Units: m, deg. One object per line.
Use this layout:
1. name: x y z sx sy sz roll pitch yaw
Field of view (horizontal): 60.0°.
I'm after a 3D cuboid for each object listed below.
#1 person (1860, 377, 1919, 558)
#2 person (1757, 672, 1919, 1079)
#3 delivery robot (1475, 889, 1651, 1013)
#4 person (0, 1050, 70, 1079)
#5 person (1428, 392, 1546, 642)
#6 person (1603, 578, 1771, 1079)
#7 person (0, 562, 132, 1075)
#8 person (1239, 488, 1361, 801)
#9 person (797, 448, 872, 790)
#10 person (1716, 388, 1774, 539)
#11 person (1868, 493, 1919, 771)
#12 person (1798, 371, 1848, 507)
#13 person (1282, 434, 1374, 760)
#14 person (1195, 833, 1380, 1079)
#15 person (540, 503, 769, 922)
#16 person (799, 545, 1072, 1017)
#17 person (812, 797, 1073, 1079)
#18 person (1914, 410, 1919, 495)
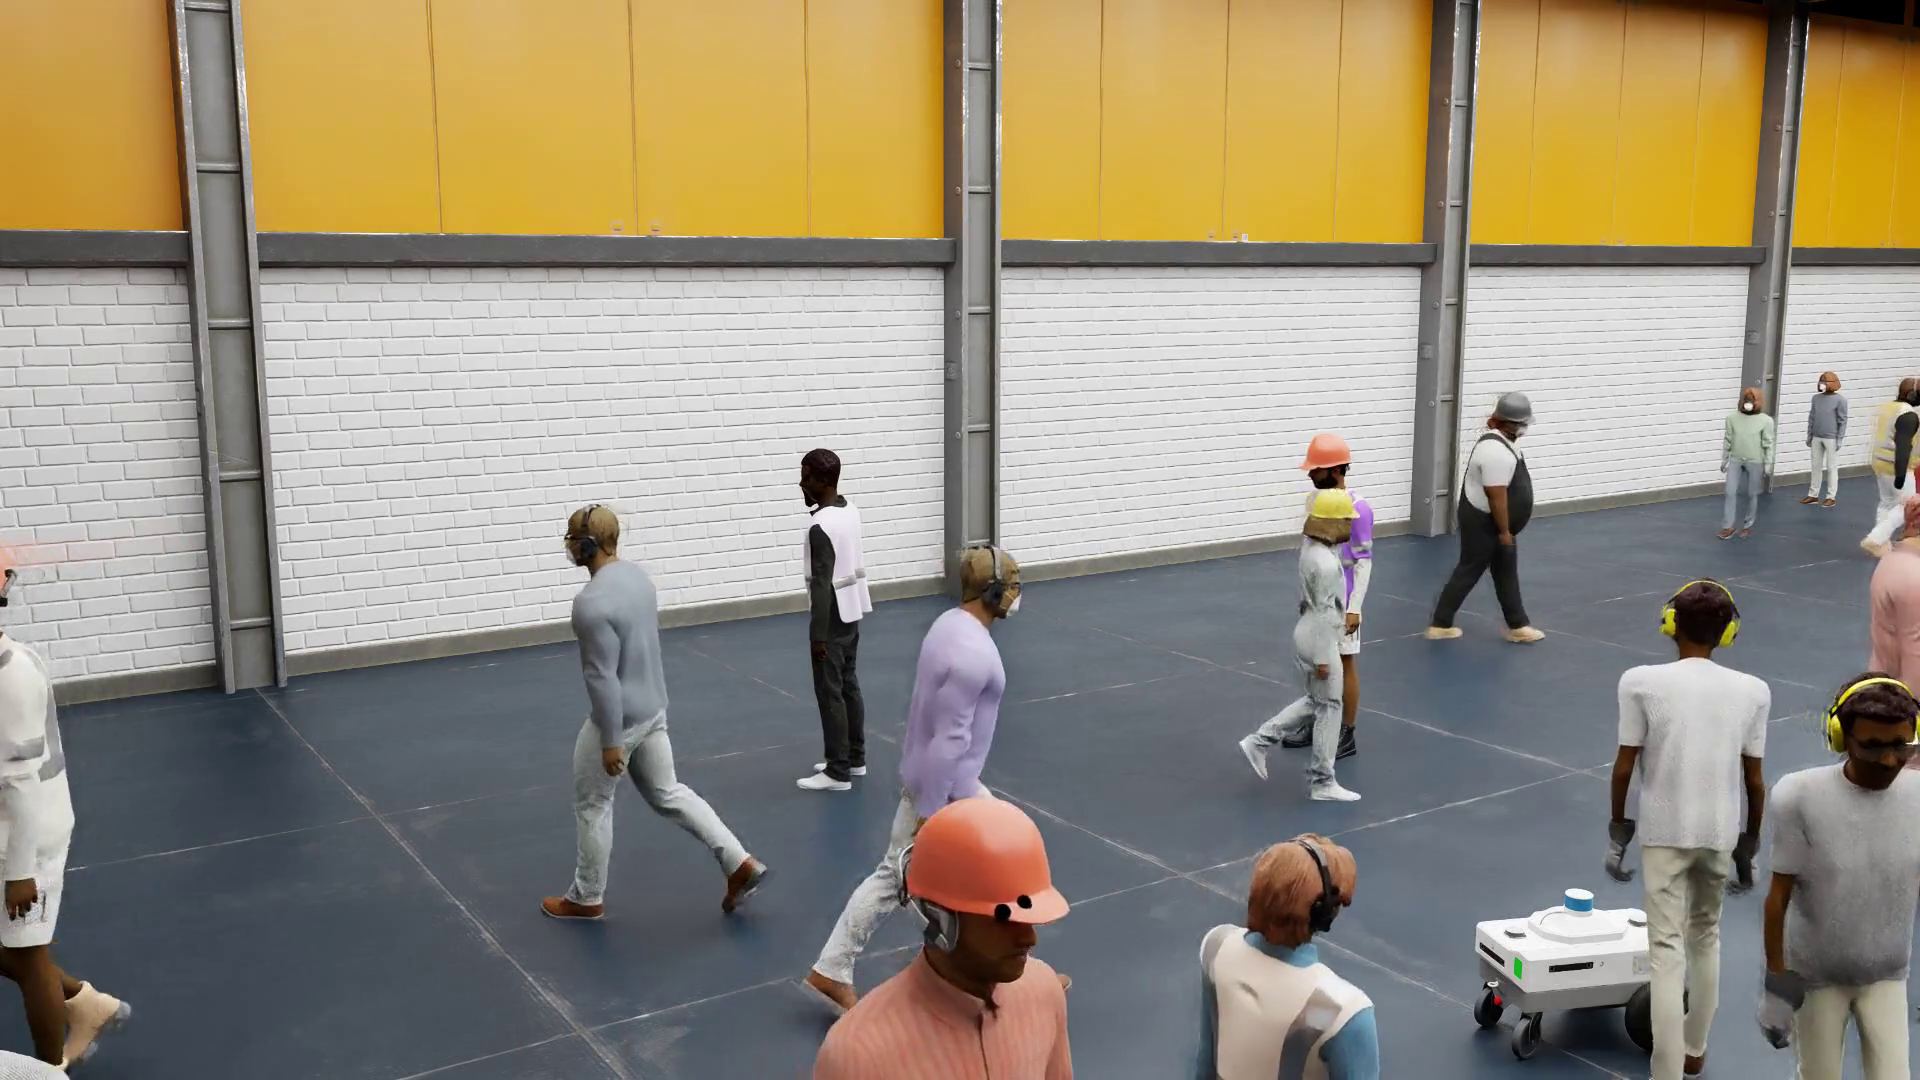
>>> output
1. person: 9.191 -0.689 16.315 0.433 1.820 0.655 2 10 10
2. person: 2.548 1.230 4.765 0.589 1.832 0.781 0 9 2
3. delivery robot: 2.322 1.563 6.278 0.707 0.478 0.477 -2 10 -12
4. person: -1.780 1.515 2.904 0.512 1.869 0.328 -1 9 -6
5. person: 4.058 -0.206 12.747 0.858 2.000 0.710 5 11 28
6. person: 2.524 1.056 5.801 0.504 1.829 0.638 1 9 4
7. person: -3.178 0.992 5.586 0.622 2.030 0.521 9 13 42
8. person: 1.887 0.570 9.033 0.555 1.729 0.483 0 9 1
9. person: -0.695 0.442 9.254 0.384 1.910 0.594 2 10 13
10. person: 8.280 -0.794 17.570 0.530 1.597 0.752 8 12 40
11. person: 4.360 0.702 7.739 0.664 1.885 0.656 5 10 25
12. person: 10.436 -1.216 20.057 0.281 1.633 0.501 -4 10 -22
13. person: 2.175 0.336 9.819 0.385 1.929 0.547 -4 10 -25
14. person: 0.766 1.472 3.884 0.375 1.624 0.536 -6 11 -34
15. person: -1.364 0.775 7.308 0.976 1.899 0.645 2 10 13
16. person: -0.117 0.944 6.411 1.078 1.865 0.640 -3 10 -15
17. person: 0.016 1.430 3.086 0.451 1.972 0.645 8 12 41
18. person: 9.800 -0.738 16.807 0.335 1.759 0.523 -7 12 -37
